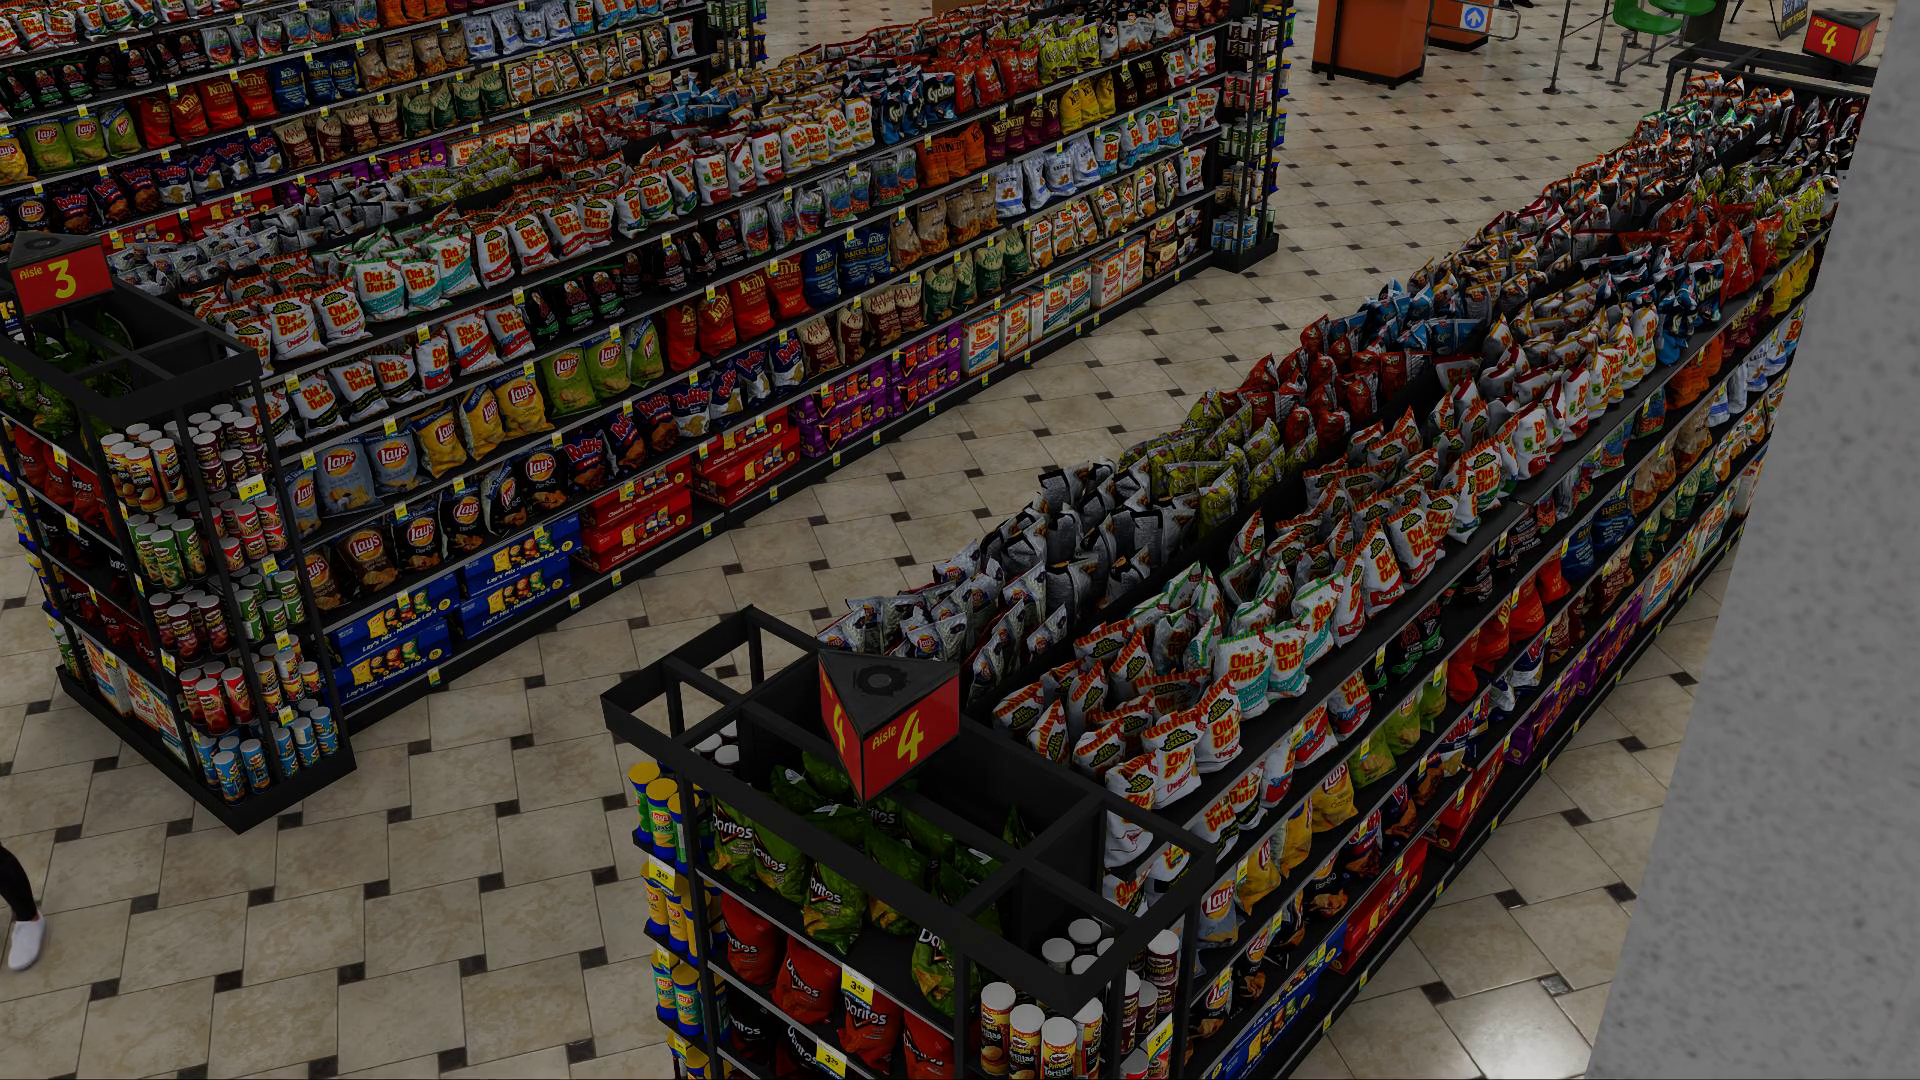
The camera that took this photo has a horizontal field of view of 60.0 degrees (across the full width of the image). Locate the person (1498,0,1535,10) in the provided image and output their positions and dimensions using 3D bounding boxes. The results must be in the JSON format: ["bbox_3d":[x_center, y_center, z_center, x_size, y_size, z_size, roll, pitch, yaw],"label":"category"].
[{"bbox_3d":[6.017,-6.589,17.609,0.682,1.820,0.810,-11,34,-18],"label":"person"}]
